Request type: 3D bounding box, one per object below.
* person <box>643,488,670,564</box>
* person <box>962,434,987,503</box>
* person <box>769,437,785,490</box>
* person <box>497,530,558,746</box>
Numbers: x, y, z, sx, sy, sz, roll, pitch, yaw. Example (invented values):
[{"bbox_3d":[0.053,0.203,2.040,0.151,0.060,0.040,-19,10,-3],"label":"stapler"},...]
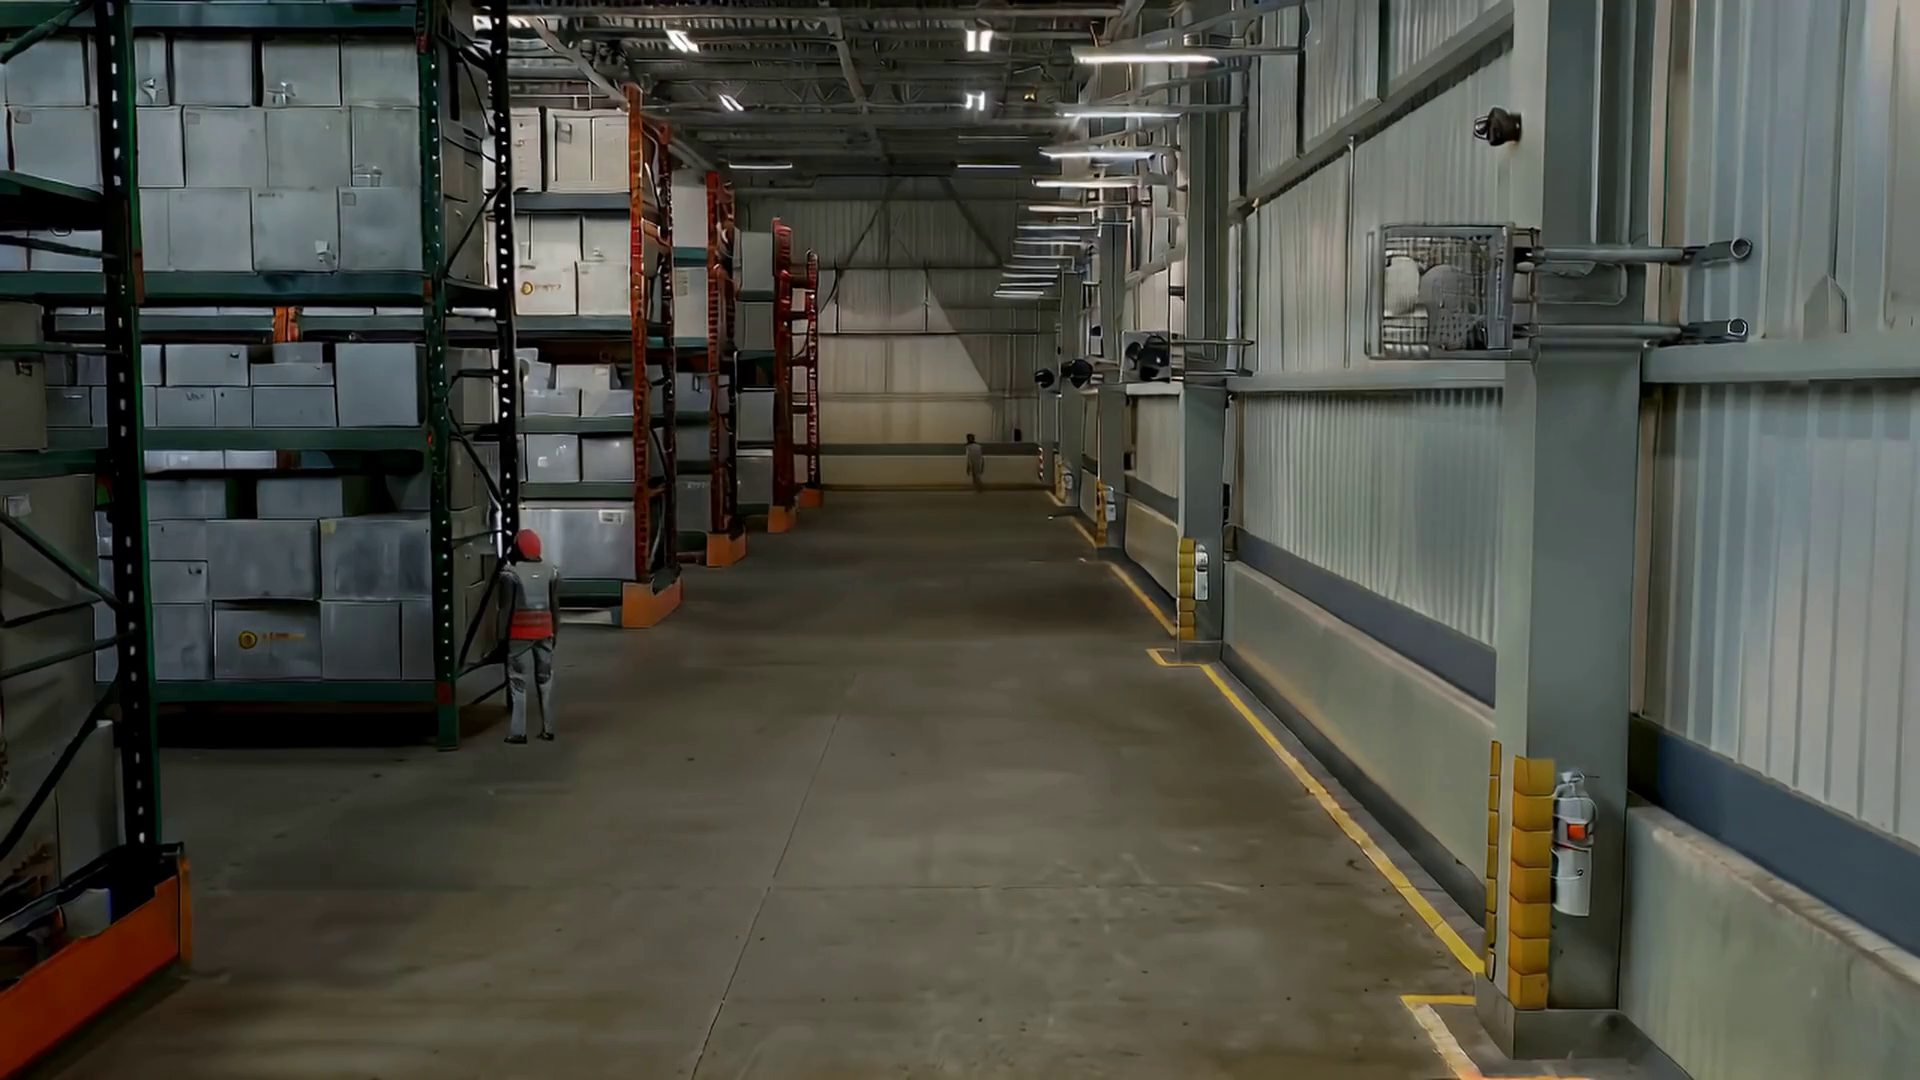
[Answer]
[{"bbox_3d":[-4.131,-0.163,21.999,0.837,1.820,0.639,1,5,8],"label":"person"},{"bbox_3d":[0.400,-1.767,41.258,0.811,1.715,0.564,3,6,35],"label":"person"},{"bbox_3d":[-3.879,-1.352,35.210,0.533,1.913,0.571,3,6,28],"label":"person"},{"bbox_3d":[-3.249,0.735,12.550,0.318,1.631,0.518,4,7,42],"label":"person"}]
